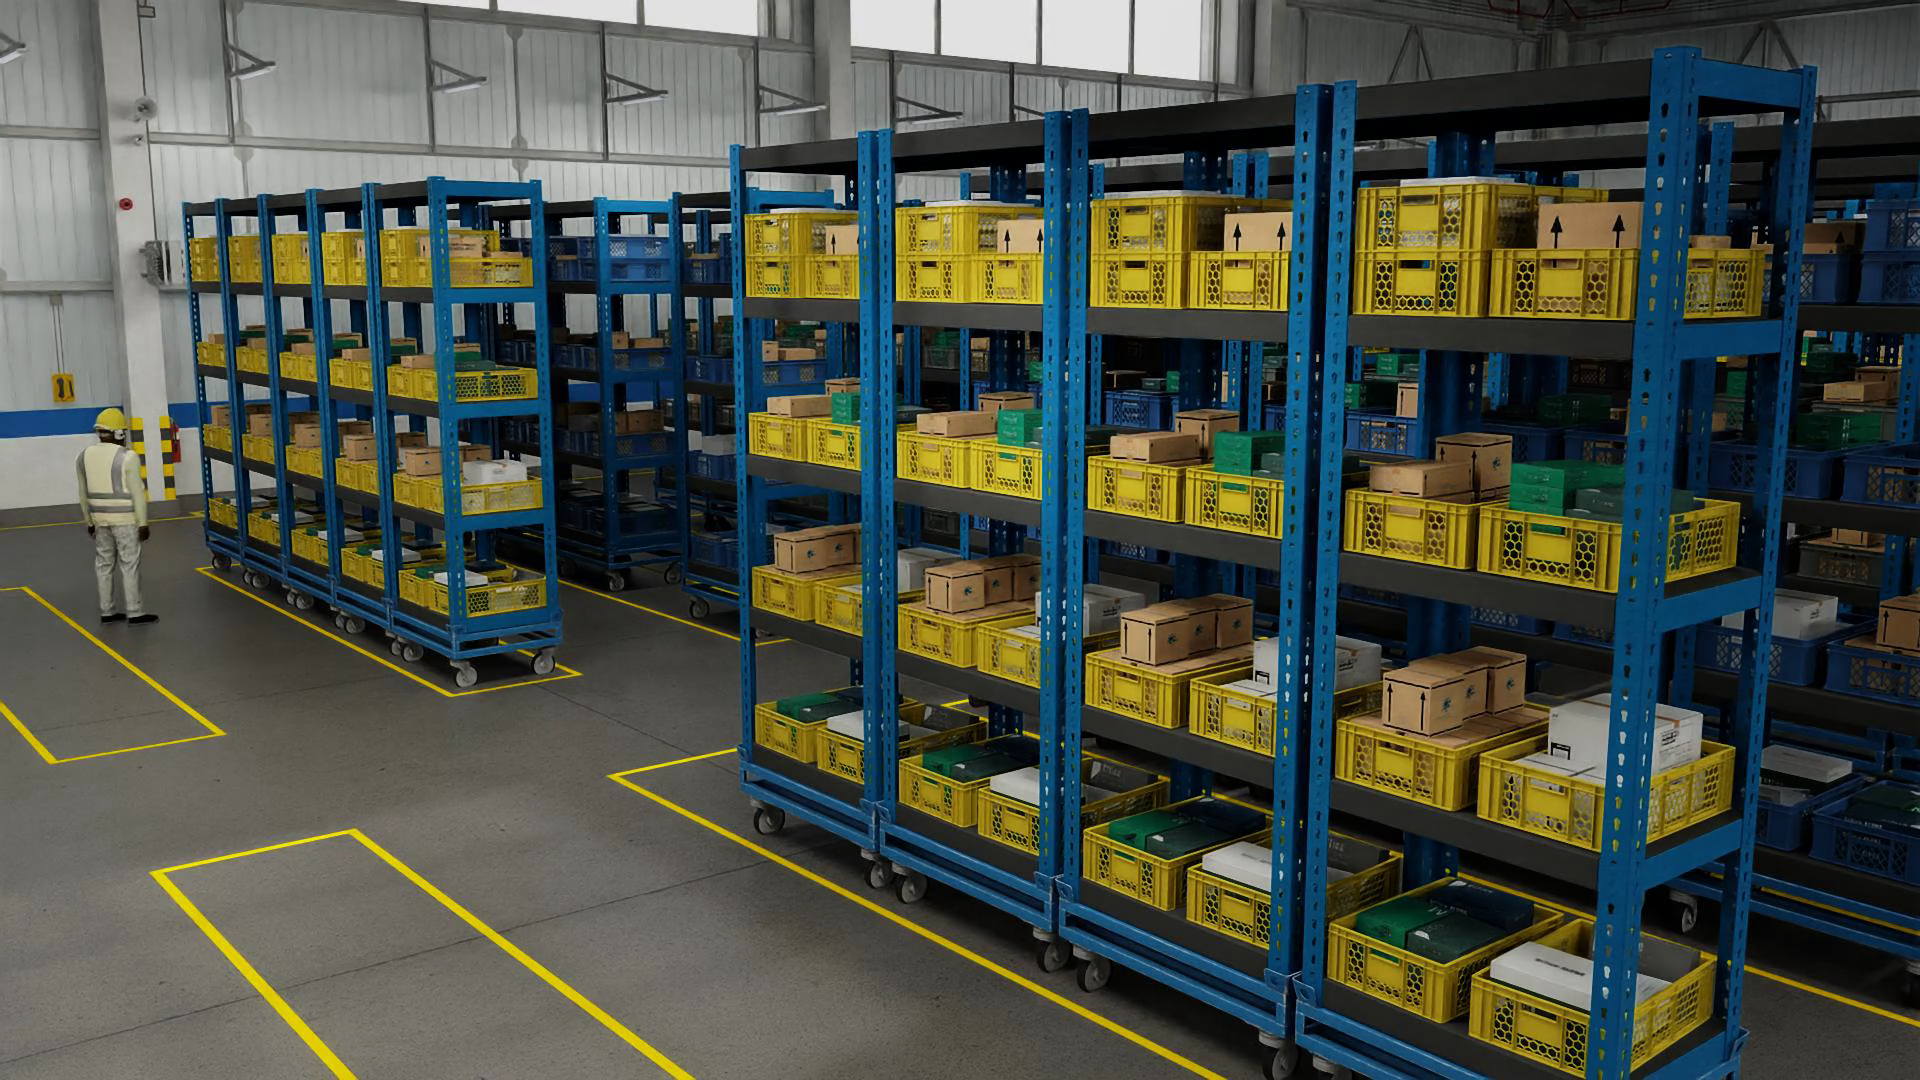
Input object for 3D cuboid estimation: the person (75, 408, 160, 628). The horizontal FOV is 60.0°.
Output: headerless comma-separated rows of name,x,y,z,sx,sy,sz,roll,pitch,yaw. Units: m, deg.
person,-7.003,-0.183,13.837,0.600,1.829,0.404,2,10,13
